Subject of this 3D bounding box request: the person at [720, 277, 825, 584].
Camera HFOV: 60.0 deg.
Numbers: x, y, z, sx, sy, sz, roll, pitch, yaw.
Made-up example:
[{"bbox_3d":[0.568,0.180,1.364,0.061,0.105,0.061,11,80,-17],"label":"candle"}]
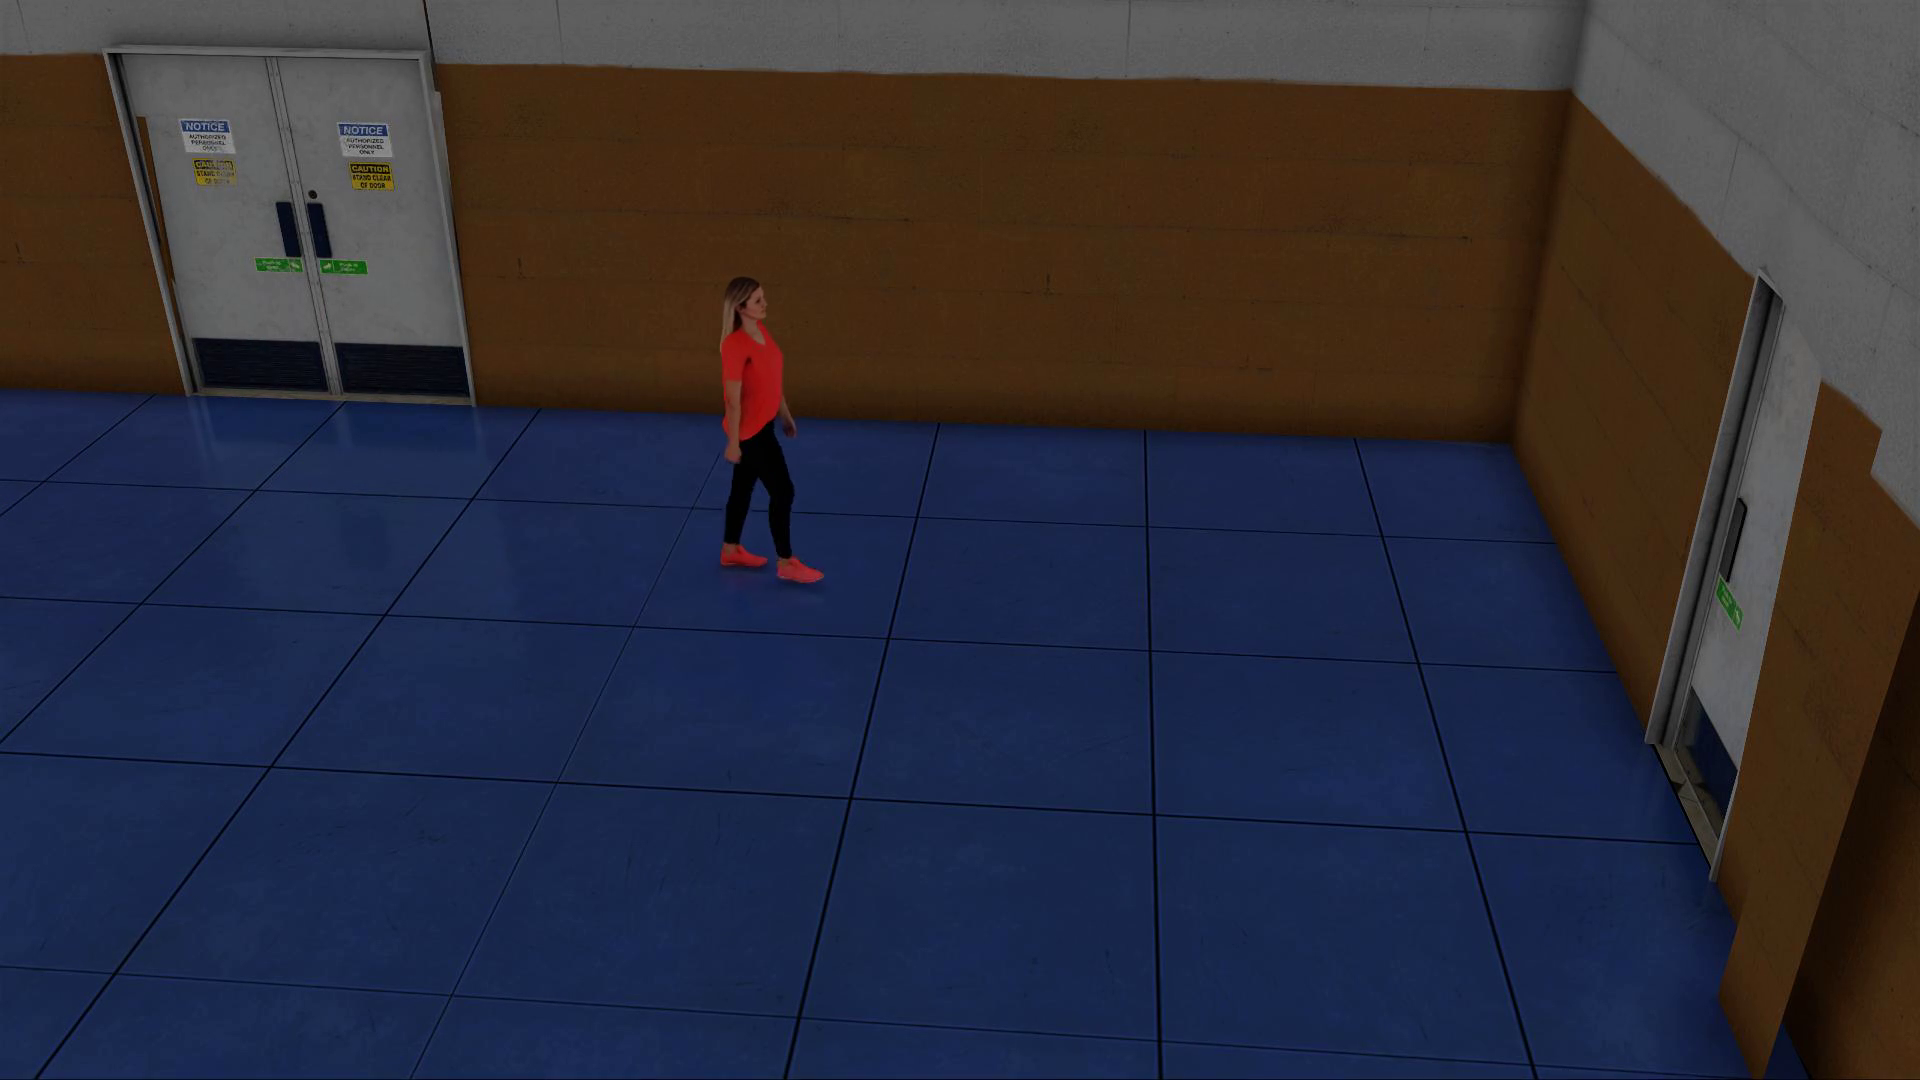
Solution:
[{"bbox_3d":[-1.177,-0.573,8.735,0.652,1.673,0.766,3,29,5],"label":"person"}]
